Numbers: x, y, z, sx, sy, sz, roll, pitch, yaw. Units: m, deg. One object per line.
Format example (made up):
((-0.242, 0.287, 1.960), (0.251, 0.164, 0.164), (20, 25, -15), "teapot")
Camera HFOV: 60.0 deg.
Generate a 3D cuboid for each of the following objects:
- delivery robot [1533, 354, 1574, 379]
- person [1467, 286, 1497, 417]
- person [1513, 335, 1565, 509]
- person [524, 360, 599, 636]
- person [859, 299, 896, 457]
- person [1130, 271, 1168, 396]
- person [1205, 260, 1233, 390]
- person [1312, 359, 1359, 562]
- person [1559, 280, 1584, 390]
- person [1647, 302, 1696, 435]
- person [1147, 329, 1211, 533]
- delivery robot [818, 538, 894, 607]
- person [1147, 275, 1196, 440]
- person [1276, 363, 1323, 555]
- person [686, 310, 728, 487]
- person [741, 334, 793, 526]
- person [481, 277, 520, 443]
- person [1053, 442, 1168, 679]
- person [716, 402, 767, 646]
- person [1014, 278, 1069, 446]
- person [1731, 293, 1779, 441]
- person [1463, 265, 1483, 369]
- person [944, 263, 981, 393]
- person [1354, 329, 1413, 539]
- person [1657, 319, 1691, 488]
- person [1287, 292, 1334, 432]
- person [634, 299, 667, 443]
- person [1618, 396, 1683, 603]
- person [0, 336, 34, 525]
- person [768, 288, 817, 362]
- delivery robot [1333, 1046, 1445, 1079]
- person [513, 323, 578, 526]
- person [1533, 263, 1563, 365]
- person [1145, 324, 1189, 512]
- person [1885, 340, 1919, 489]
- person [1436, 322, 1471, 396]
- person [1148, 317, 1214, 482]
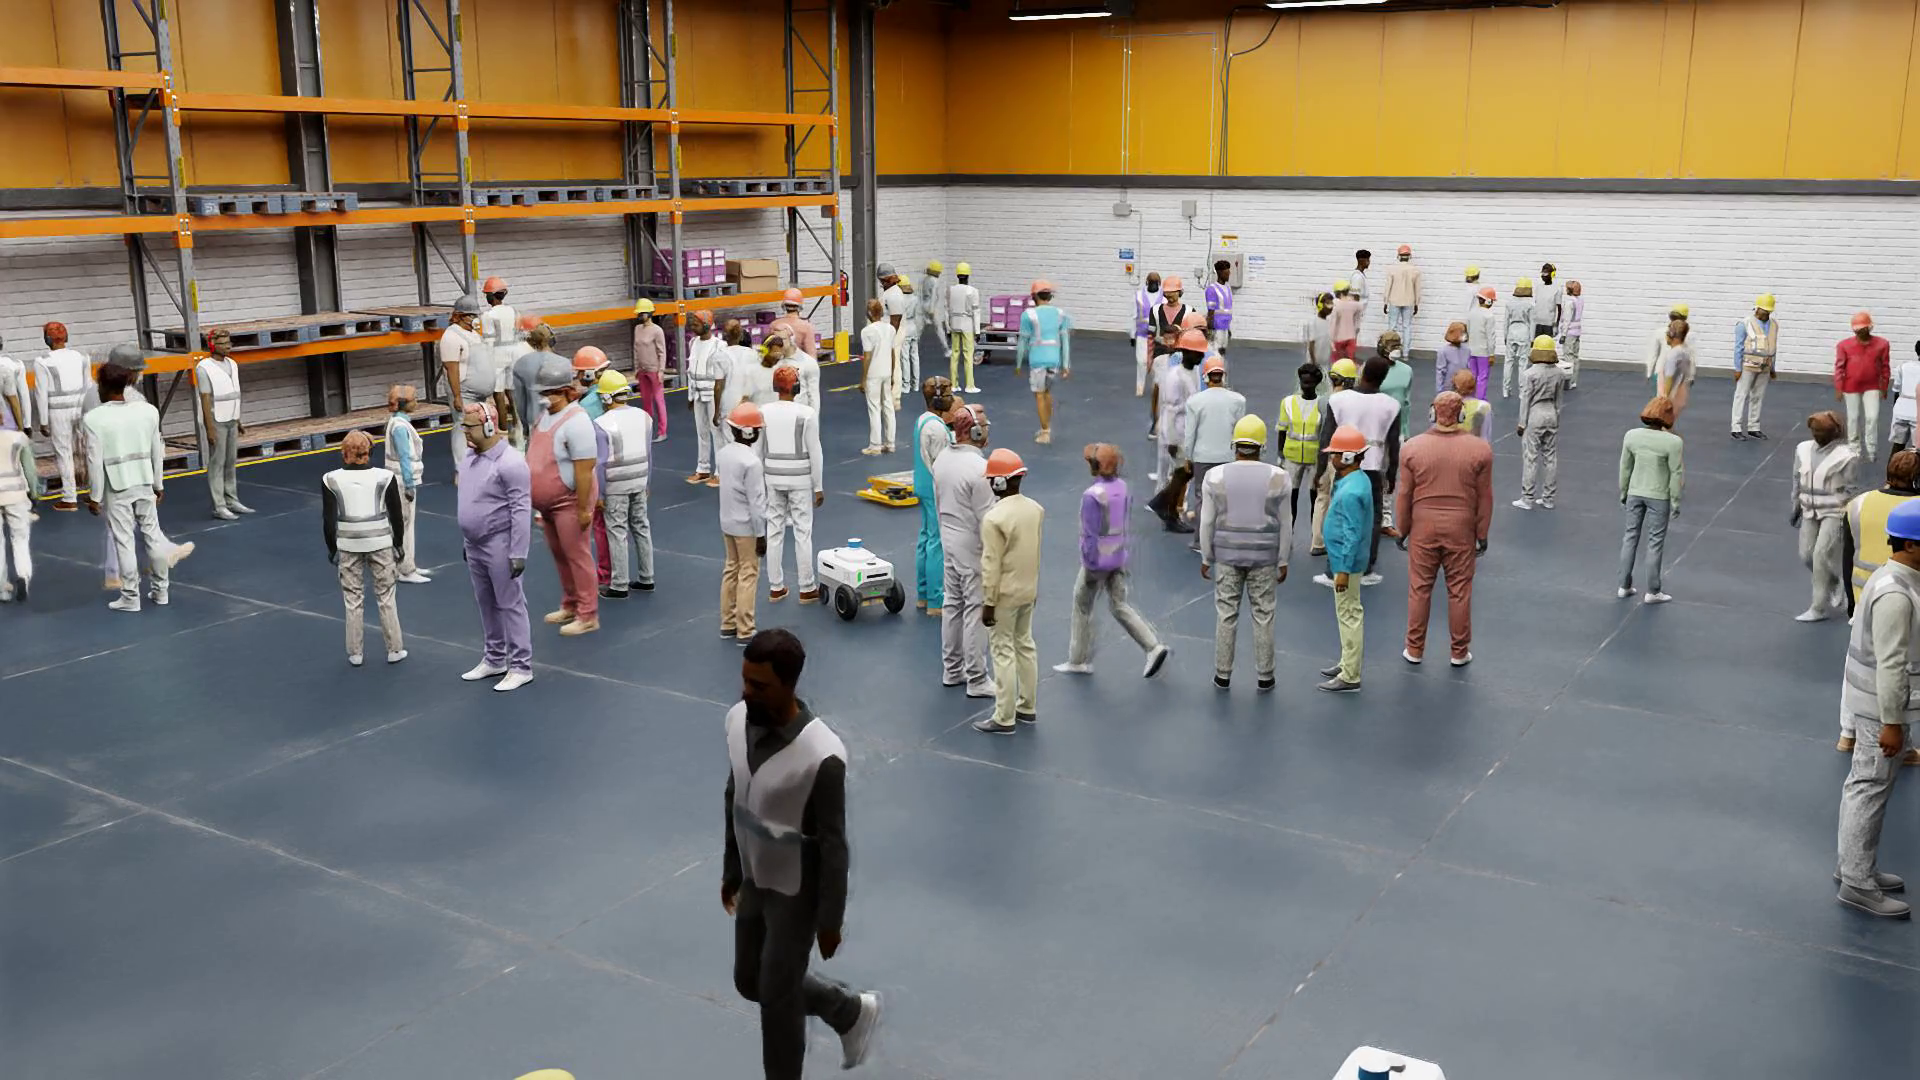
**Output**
((8.881, -2.545, 24.894), (0.707, 0.478, 0.477), (-11, 17, -41), "delivery robot")
((7.063, -2.545, 22.480), (0.331, 1.749, 0.561), (-4, 14, -18), "person")
((5.772, -1.176, 16.582), (0.480, 1.734, 0.334), (-5, 14, -21), "person")
((-2.934, -0.324, 12.213), (0.536, 2.000, 0.692), (-8, 15, -31), "person")
((-0.971, -1.898, 19.485), (0.344, 1.835, 0.516), (13, 18, 43), "person")
((2.803, -3.003, 24.285), (0.640, 1.844, 0.429), (1, 13, 6), "person")
((3.877, -3.192, 24.814), (0.364, 1.965, 0.610), (9, 16, 34), "person")
((3.275, -0.690, 14.424), (0.339, 1.761, 0.524), (-6, 14, -23), "person")
((9.196, -3.083, 25.054), (0.310, 1.642, 0.514), (12, 17, 41), "person")
((8.697, -2.047, 20.404), (0.533, 1.727, 0.905), (13, 18, 44), "person")
((2.067, -1.009, 15.469), (0.546, 1.913, 0.602), (7, 15, 29), "person")
((-0.812, 0.232, 12.851), (0.477, 0.478, 0.707), (-8, 15, -31), "delivery robot")
((2.592, -2.230, 20.472), (0.605, 2.045, 0.377), (4, 13, 16), "person")
((3.047, -0.716, 14.661), (0.541, 1.698, 0.315), (6, 14, 23), "person")
((-2.691, -1.511, 17.707), (0.572, 1.883, 0.355), (11, 17, 38), "person")
((-1.849, -1.024, 15.715), (0.615, 1.830, 0.787), (-9, 16, -34), "person")
((-5.587, -2.158, 20.162), (0.374, 2.043, 0.614), (6, 14, 23), "person")
((1.025, 0.151, 11.119), (0.732, 1.618, 0.531), (9, 16, 34), "person")
((-1.535, -0.119, 11.956), (0.339, 1.748, 0.574), (-8, 15, -32), "person")
((0.970, -2.178, 20.321), (0.610, 2.014, 0.753), (-7, 15, -28), "person")
((9.838, -2.135, 20.549), (0.588, 1.822, 0.403), (-3, 13, -14), "person")
((8.273, -3.551, 26.827), (0.370, 1.756, 0.619), (11, 17, 38), "person")
((0.050, -3.139, 24.673), (0.590, 1.925, 0.373), (7, 15, 28), "person")
((3.852, -0.946, 15.133), (0.631, 1.940, 0.372), (-7, 15, -28), "person")
((7.385, -1.373, 17.299), (0.397, 1.812, 0.631), (8, 15, 32), "person")
((4.436, -2.180, 20.750), (0.519, 1.828, 0.977), (-11, 17, -40), "person")
((-3.815, -2.072, 20.397), (0.526, 1.768, 0.331), (11, 17, 39), "person")
((5.435, -0.323, 13.100), (0.273, 1.632, 0.509), (-10, 16, -36), "person")
((-9.163, -1.088, 15.866), (0.341, 1.882, 0.587), (9, 16, 35), "person")
((-1.898, -1.883, 19.073), (0.619, 1.992, 0.400), (6, 14, 26), "person")
((1.348, 1.935, 5.461), (0.477, 0.478, 0.707), (7, 15, 29), "delivery robot")
((-3.889, -1.083, 15.728), (0.627, 1.940, 0.371), (4, 14, 16), "person")
((8.955, -3.299, 25.486), (0.327, 1.874, 0.518), (-9, 16, -33), "person")
((2.086, -1.185, 16.321), (0.532, 1.869, 0.311), (9, 16, 34), "person")
((9.762, -1.247, 16.994), (0.319, 1.687, 0.538), (-6, 14, -25), "person")
((5.610, -1.668, 18.931), (0.507, 1.633, 0.277), (-8, 15, -30), "person")
((2.560, -1.468, 17.680), (0.990, 1.826, 0.538), (2, 13, 7), "person")
